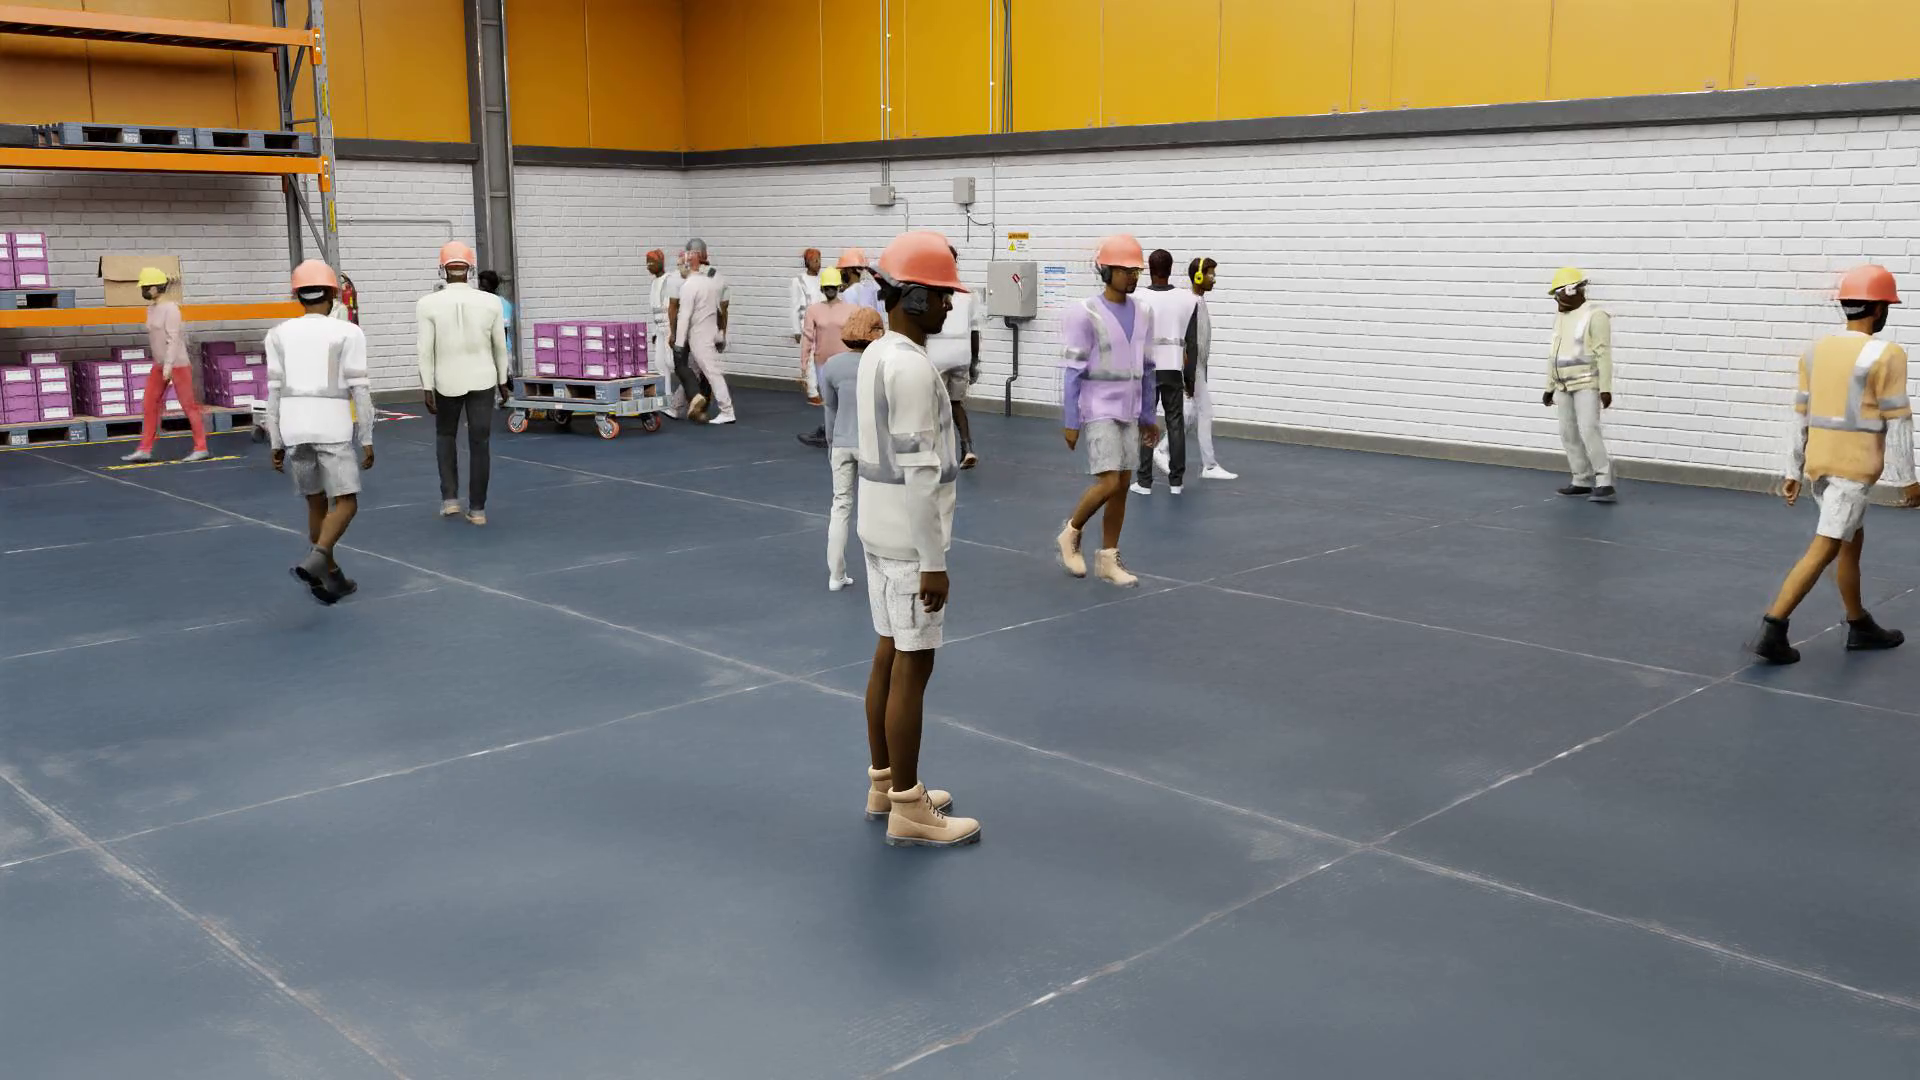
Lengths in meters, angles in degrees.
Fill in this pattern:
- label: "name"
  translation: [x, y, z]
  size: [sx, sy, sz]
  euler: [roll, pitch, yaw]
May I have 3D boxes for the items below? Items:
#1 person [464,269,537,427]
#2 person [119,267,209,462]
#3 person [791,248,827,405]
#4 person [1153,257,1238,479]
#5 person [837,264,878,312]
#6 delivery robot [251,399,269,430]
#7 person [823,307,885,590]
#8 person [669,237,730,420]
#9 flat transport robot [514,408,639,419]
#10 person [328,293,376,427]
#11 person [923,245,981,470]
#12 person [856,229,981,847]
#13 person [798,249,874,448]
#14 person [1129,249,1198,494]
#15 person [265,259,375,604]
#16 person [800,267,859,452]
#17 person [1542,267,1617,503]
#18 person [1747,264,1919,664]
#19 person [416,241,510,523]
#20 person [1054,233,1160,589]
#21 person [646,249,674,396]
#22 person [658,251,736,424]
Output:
- label: "person"
  translation: [-4.907, -2.042, 17.706]
  size: [0.542, 1.675, 0.743]
  euler: [7, 13, 34]
- label: "person"
  translation: [-7.084, -1.523, 14.701]
  size: [0.543, 1.735, 0.811]
  euler: [7, 13, 35]
- label: "person"
  translation: [-1.743, -2.539, 19.845]
  size: [0.615, 1.871, 0.443]
  euler: [-9, 14, -41]
- label: "person"
  translation: [1.954, -1.435, 13.910]
  size: [0.750, 1.845, 0.542]
  euler: [4, 11, 19]
- label: "person"
  translation: [-0.999, -1.930, 16.693]
  size: [0.547, 1.808, 0.630]
  euler: [5, 12, 26]
- label: "delivery robot"
  translation: [-6.619, -1.296, 16.408]
  size: [0.477, 0.478, 0.707]
  euler: [5, 12, 27]
- label: "person"
  translation: [-0.557, -0.505, 9.439]
  size: [0.496, 1.625, 0.287]
  euler: [6, 12, 28]
- label: "person"
  translation: [-2.812, -2.297, 18.068]
  size: [0.722, 2.000, 0.764]
  euler: [-7, 12, -33]
- label: "flat transport robot"
  translation: [-4.230, -1.502, 18.563]
  size: [1.431, 0.197, 0.652]
  euler: [-3, 11, -17]
- label: "person"
  translation: [-6.251, -1.832, 16.697]
  size: [0.514, 1.614, 0.725]
  euler: [5, 11, 25]
- label: "person"
  translation: [-0.124, -1.506, 14.019]
  size: [0.606, 1.953, 0.407]
  euler: [-6, 12, -30]
- label: "person"
  translation: [-0.149, -0.002, 5.558]
  size: [0.377, 2.041, 0.607]
  euler: [-3, 11, -16]
- label: "person"
  translation: [-1.037, -1.795, 15.747]
  size: [0.956, 1.884, 0.553]
  euler: [4, 11, 22]
- label: "person"
  translation: [1.566, -1.305, 13.032]
  size: [0.605, 1.911, 0.405]
  euler: [-1, 10, -8]
- label: "person"
  translation: [-3.500, -0.562, 9.001]
  size: [0.568, 1.901, 0.828]
  euler: [0, 10, 1]
- label: "person"
  translation: [-1.174, -1.596, 15.090]
  size: [0.552, 1.718, 0.881]
  euler: [1, 10, 4]
- label: "person"
  translation: [4.734, -1.194, 12.758]
  size: [0.421, 1.787, 0.666]
  euler: [-3, 11, -17]
- label: "person"
  translation: [4.167, -0.350, 7.886]
  size: [0.980, 1.896, 0.550]
  euler: [-2, 11, -13]
- label: "person"
  translation: [-3.514, -1.116, 11.799]
  size: [0.628, 1.971, 0.635]
  euler: [-4, 11, -19]
- label: "person"
  translation: [0.871, -0.728, 9.542]
  size: [0.605, 2.030, 0.488]
  euler: [-9, 14, -40]
- label: "person"
  translation: [-3.357, -2.482, 19.570]
  size: [0.703, 1.859, 0.615]
  euler: [-7, 12, -32]
- label: "person"
  translation: [-2.875, -2.168, 17.902]
  size: [1.028, 1.846, 0.660]
  euler: [2, 11, 12]
